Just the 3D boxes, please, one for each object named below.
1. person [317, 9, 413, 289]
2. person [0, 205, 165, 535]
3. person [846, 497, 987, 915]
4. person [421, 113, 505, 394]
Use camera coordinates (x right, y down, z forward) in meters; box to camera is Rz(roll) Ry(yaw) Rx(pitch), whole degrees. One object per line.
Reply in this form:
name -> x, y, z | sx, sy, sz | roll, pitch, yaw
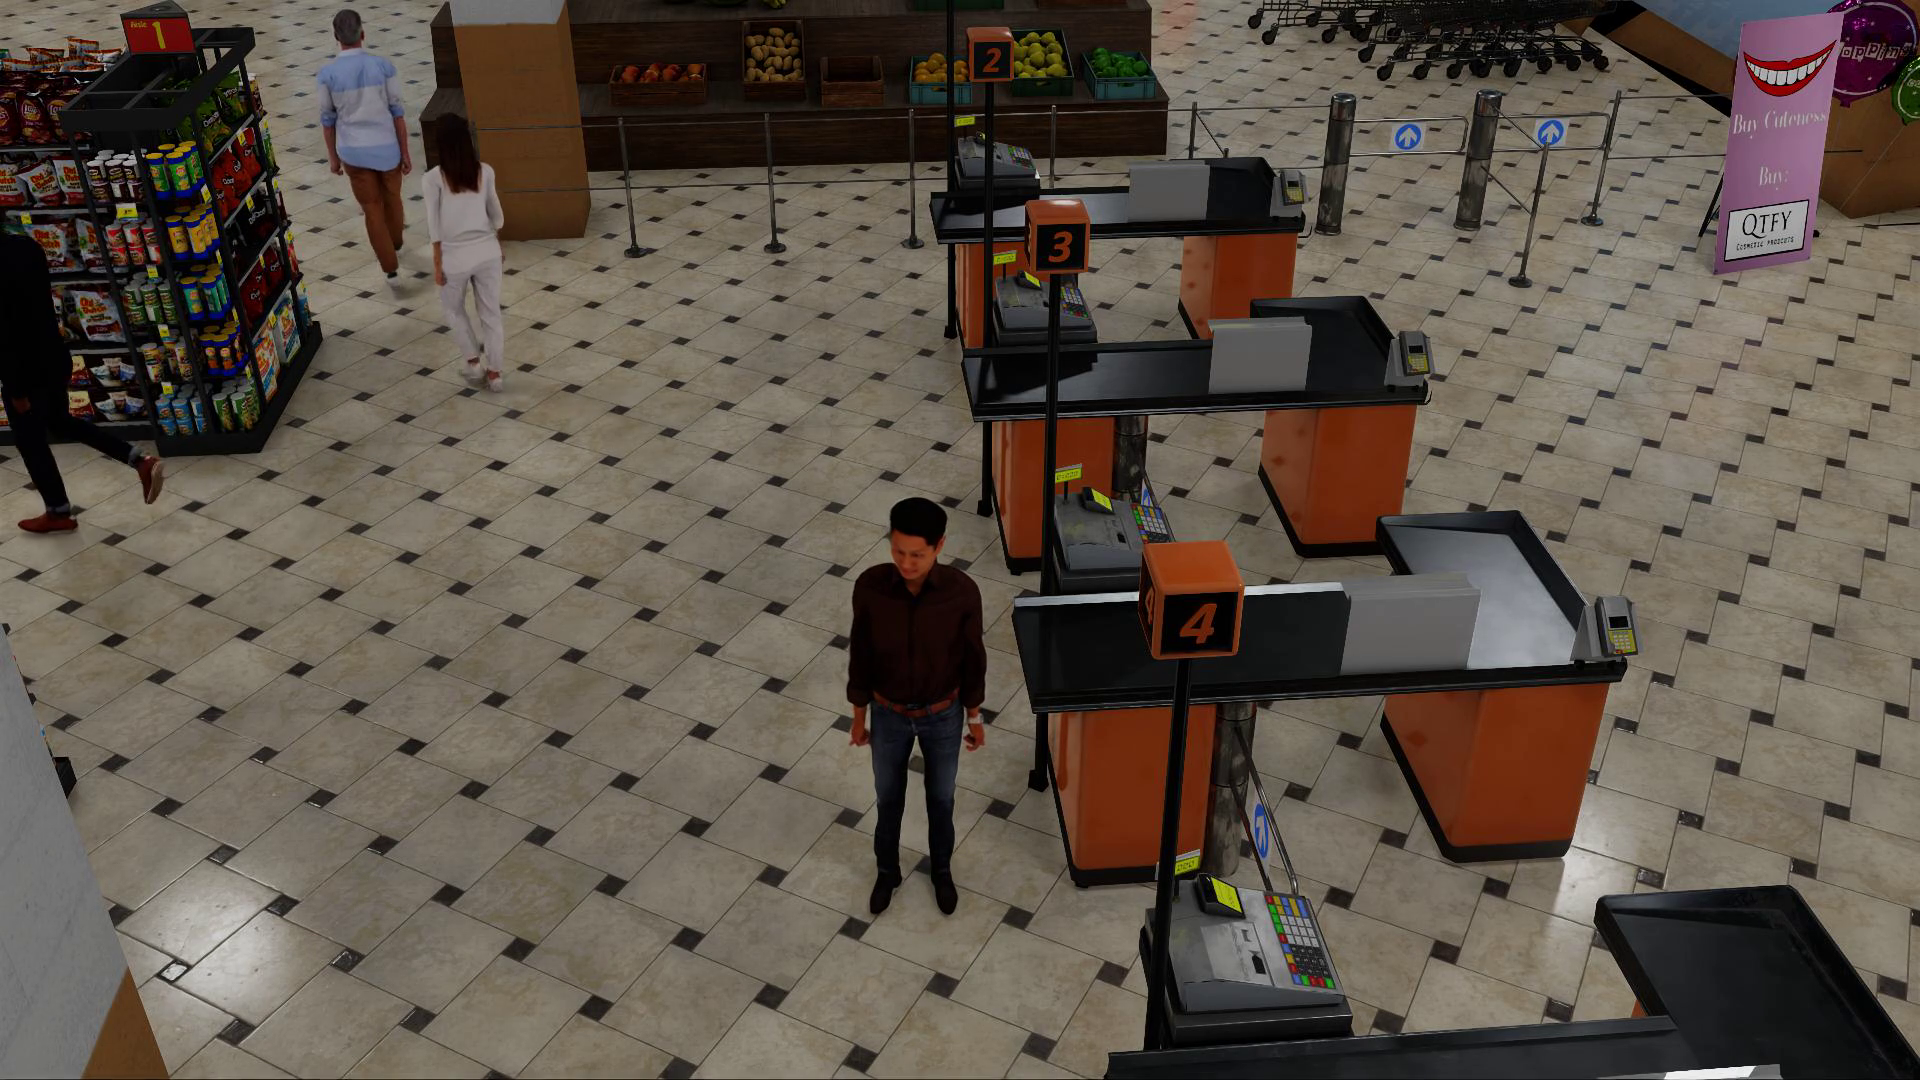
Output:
person -> -3.913, -2.549, 11.069 | 1.209, 1.784, 1.016 | -13, 34, -20
person -> -4.537, -0.845, 8.316 | 0.998, 1.799, 0.726 | -1, 32, -2
person -> -0.160, 0.605, 6.006 | 0.487, 1.777, 0.727 | 1, 32, 1
person -> -2.831, -1.627, 9.687 | 0.701, 1.679, 0.793 | -21, 37, -30
